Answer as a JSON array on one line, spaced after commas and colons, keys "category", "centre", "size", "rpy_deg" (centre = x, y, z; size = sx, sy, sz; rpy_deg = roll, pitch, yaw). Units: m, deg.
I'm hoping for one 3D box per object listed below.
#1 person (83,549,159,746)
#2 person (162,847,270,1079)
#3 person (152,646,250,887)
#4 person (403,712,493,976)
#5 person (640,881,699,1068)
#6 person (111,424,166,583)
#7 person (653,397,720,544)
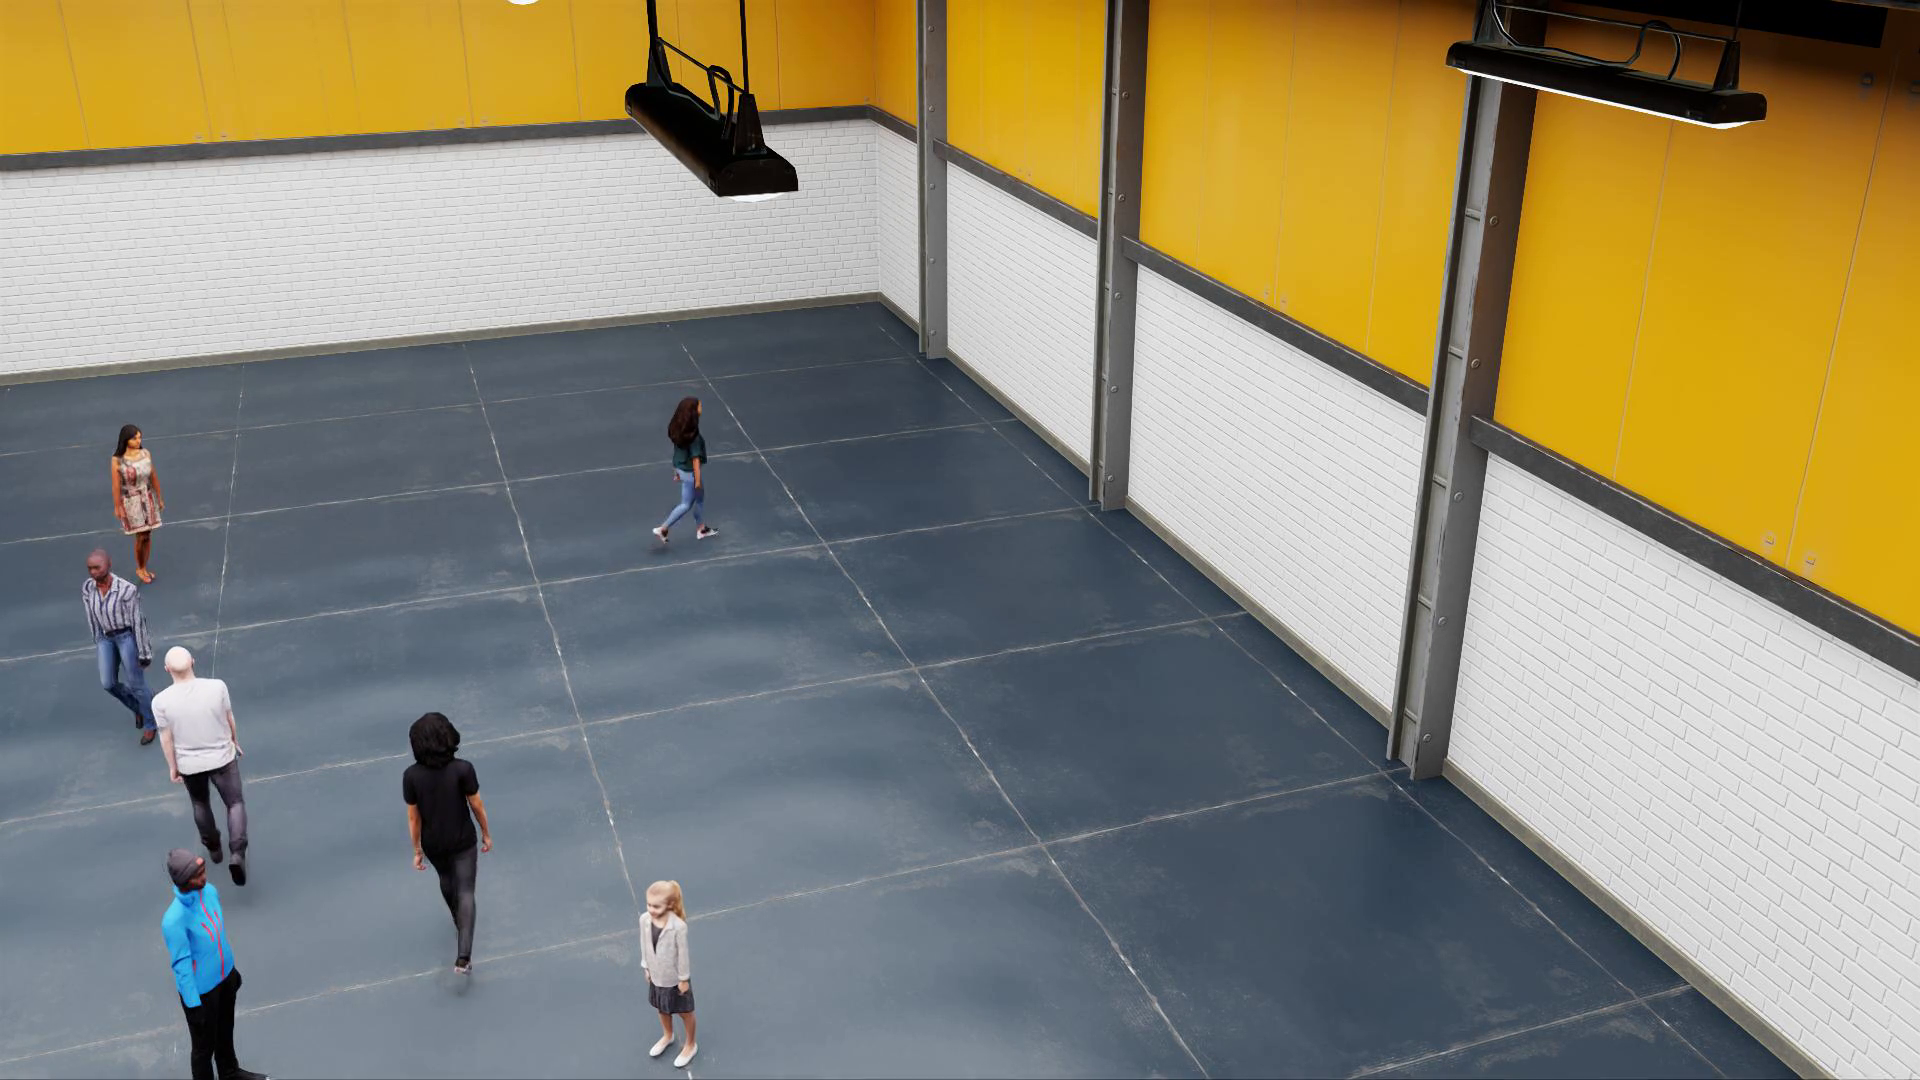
[{"category": "person", "centre": [-6.835, 0.841, 13.662], "size": [0.806, 1.771, 0.824], "rpy_deg": [2, 24, 5]}, {"category": "person", "centre": [-4.403, 2.563, 9.691], "size": [0.750, 1.797, 0.620], "rpy_deg": [3, 24, 6]}, {"category": "person", "centre": [-5.359, 1.616, 11.838], "size": [0.698, 1.812, 1.089], "rpy_deg": [-11, 26, -23]}, {"category": "person", "centre": [-3.368, 2.017, 10.933], "size": [0.793, 1.803, 1.183], "rpy_deg": [-4, 24, -9]}, {"category": "person", "centre": [-1.778, 2.630, 10.189], "size": [0.598, 1.275, 0.658], "rpy_deg": [11, 26, 23]}, {"category": "person", "centre": [-8.284, -0.389, 16.659], "size": [0.859, 1.624, 0.806], "rpy_deg": [15, 28, 31]}, {"category": "person", "centre": [-2.907, -0.691, 17.392], "size": [0.817, 1.591, 0.991], "rpy_deg": [-16, 28, -32]}]
